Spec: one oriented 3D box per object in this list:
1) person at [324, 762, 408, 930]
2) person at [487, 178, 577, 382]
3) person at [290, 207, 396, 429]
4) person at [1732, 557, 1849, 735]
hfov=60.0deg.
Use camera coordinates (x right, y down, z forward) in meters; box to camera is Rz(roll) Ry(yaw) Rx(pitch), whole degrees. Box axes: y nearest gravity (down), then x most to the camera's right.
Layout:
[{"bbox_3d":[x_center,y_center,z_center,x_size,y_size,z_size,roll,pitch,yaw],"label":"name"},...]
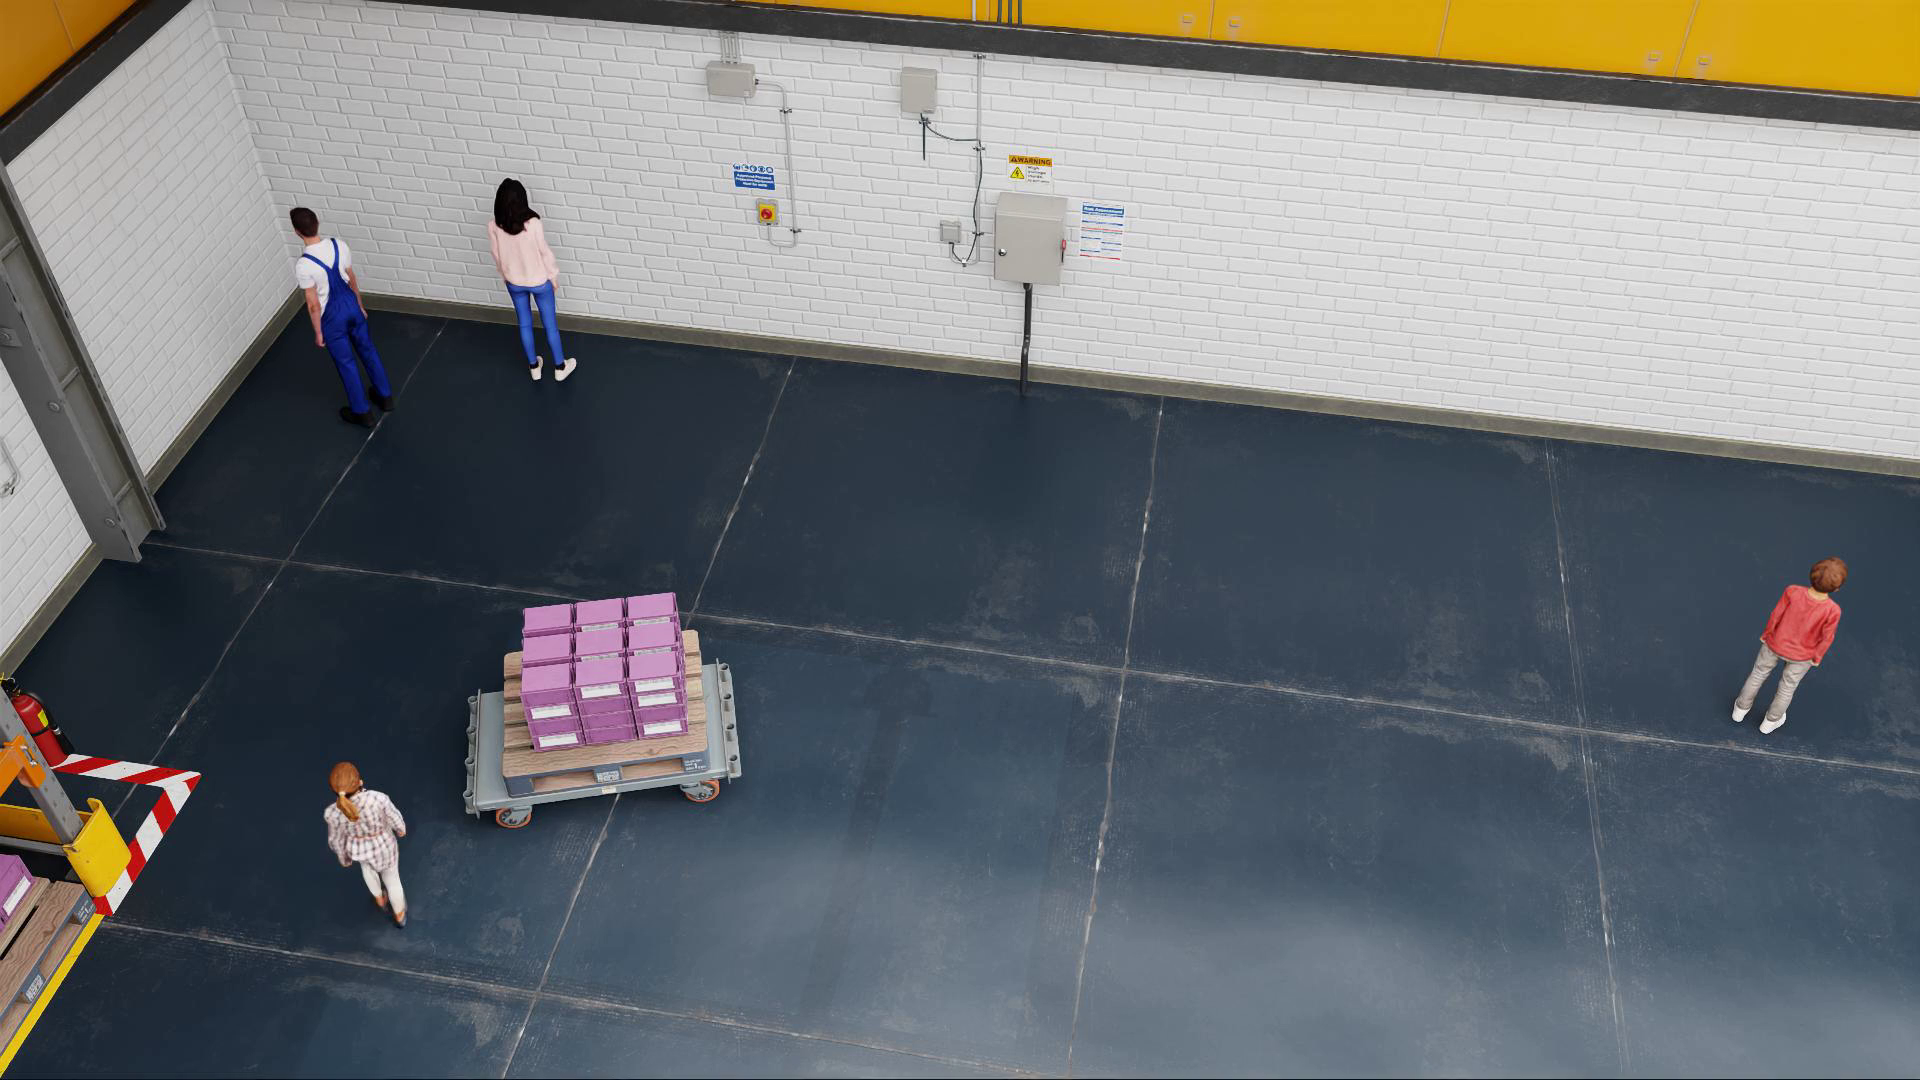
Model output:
[{"bbox_3d":[-3.275,1.749,9.242,0.607,1.300,0.622,-8,44,-8],"label":"person"},{"bbox_3d":[-3.326,-1.990,12.826,0.648,1.769,0.543,5,44,5],"label":"person"},{"bbox_3d":[-4.643,-1.670,12.433,0.773,1.849,0.645,25,49,24],"label":"person"},{"bbox_3d":[5.158,0.646,10.315,0.593,1.416,0.610,30,51,28],"label":"person"}]
